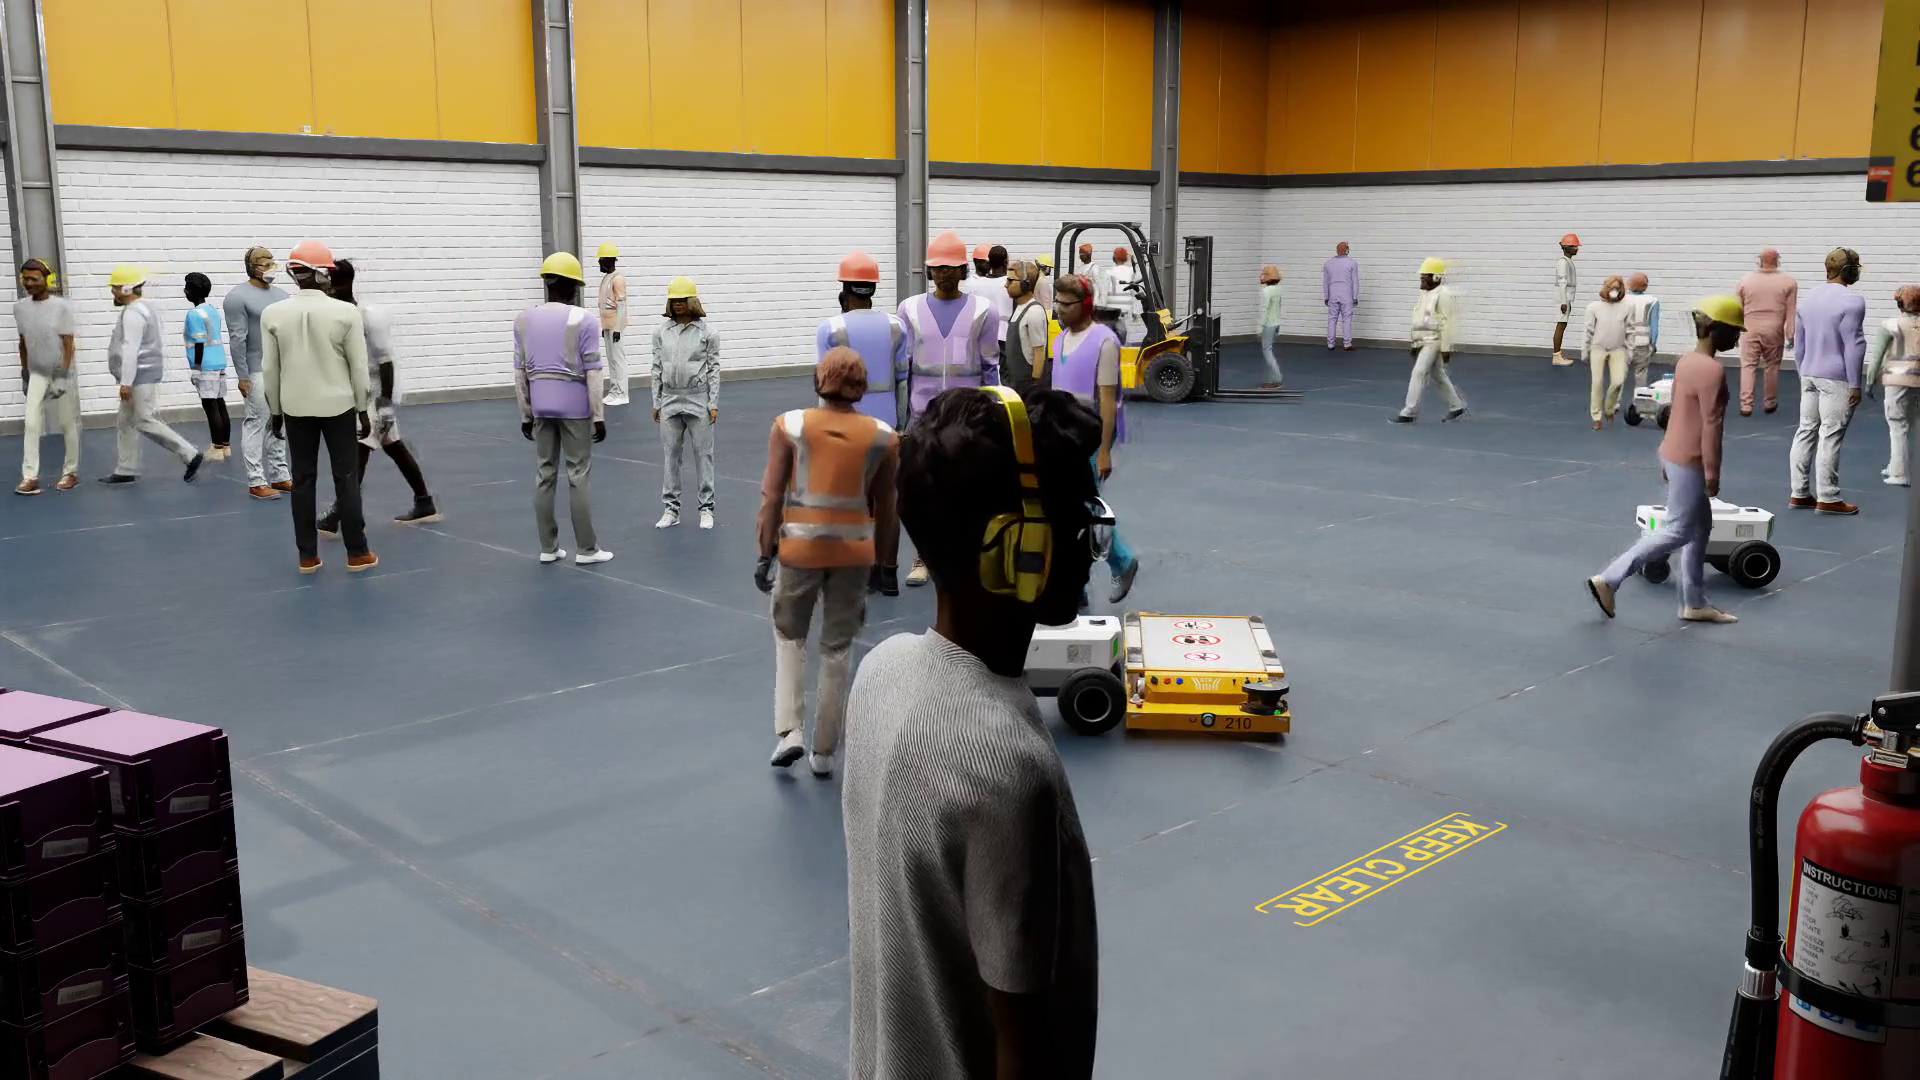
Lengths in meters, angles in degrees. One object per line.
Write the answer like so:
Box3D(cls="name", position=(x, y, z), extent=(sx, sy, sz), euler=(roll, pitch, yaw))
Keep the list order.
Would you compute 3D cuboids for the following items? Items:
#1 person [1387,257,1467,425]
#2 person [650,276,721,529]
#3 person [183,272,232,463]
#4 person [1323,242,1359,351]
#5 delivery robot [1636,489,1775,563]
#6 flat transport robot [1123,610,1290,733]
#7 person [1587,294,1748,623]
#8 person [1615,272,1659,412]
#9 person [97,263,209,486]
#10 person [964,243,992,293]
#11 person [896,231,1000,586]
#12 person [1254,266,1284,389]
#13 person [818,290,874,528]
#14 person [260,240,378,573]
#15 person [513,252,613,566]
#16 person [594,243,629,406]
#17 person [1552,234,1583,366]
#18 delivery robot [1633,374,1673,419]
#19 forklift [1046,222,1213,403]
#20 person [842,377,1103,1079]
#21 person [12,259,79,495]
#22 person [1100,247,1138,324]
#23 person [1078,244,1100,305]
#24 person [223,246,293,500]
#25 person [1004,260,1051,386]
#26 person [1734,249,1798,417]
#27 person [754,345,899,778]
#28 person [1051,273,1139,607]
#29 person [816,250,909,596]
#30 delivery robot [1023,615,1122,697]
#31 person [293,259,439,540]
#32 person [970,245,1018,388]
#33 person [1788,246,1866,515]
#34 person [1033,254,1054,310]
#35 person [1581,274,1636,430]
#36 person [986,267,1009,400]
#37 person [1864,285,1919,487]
Box3D(cls="person", position=(5.080, -2.124, 17.814), extent=(0.904, 1.798, 0.611), euler=(-1, 10, -4))
Box3D(cls="person", position=(-1.896, -0.941, 11.490), extent=(0.487, 1.744, 0.294), euler=(1, 10, 5))
Box3D(cls="person", position=(-6.719, -1.532, 14.832), extent=(0.322, 1.697, 0.536), euler=(-1, 10, -5))
Box3D(cls="person", position=(6.719, -4.287, 29.285), extent=(0.638, 1.910, 0.407), euler=(6, 12, 32))
Box3D(cls="delivery robot", position=(4.362, -0.077, 9.761), extent=(0.707, 0.478, 0.477), euler=(1, 11, 8))
Box3D(cls="flat transport robot", position=(1.057, 0.553, 7.357), extent=(0.652, 0.197, 1.431), euler=(1, 10, 5))
Box3D(cls="person", position=(3.683, -0.405, 8.598), extent=(0.736, 1.729, 0.548), euler=(2, 11, 10))
Box3D(cls="person", position=(7.758, -2.274, 19.152), extent=(0.532, 1.603, 0.778), euler=(7, 12, 33))
Box3D(cls="person", position=(-6.573, -1.324, 13.424), extent=(0.785, 1.806, 0.597), euler=(-4, 11, -22))
Box3D(cls="person", position=(0.229, -2.211, 17.896), extent=(0.374, 1.931, 0.548), euler=(3, 11, 15))
Box3D(cls="person", position=(-0.078, -0.740, 9.581), extent=(0.607, 2.041, 0.386), euler=(1, 10, 4))
Box3D(cls="person", position=(4.114, -2.789, 21.972), extent=(0.534, 1.620, 0.536), euler=(6, 12, 29))
Box3D(cls="person", position=(-0.686, -0.795, 10.811), extent=(0.535, 1.699, 0.318), euler=(2, 11, 11))
Box3D(cls="person", position=(-3.841, -0.789, 9.982), extent=(0.613, 1.991, 0.391), euler=(-1, 10, -5))
Box3D(cls="person", position=(-2.440, -0.797, 10.229), extent=(0.588, 1.916, 0.392), euler=(4, 11, 18))
Box3D(cls="person", position=(-4.159, -2.571, 19.872), extent=(0.363, 1.928, 0.587), euler=(-6, 12, -29))
Box3D(cls="person", position=(9.463, -3.744, 25.954), extent=(0.378, 2.044, 0.607), euler=(5, 11, 24))
Box3D(cls="delivery robot", position=(7.486, -1.518, 17.618), extent=(0.707, 0.478, 0.477), euler=(-6, 12, -29))
Box3D(cls="forklift", position=(1.935, -2.847, 20.651), extent=(2.313, 2.155, 1.214), euler=(2, 11, 13))
Box3D(cls="person", position=(0.036, 0.746, 1.954), extent=(0.317, 1.867, 0.531), euler=(-4, 11, -20))
Box3D(cls="person", position=(-7.161, -1.259, 12.978), extent=(0.506, 1.829, 0.846), euler=(-1, 10, -5))
Box3D(cls="person", position=(2.415, -3.479, 25.026), extent=(0.583, 1.857, 0.839), euler=(-4, 11, -19))
Box3D(cls="person", position=(2.031, -3.790, 26.629), extent=(0.354, 1.887, 0.572), euler=(-4, 11, -23))
Box3D(cls="person", position=(-5.352, -1.286, 12.837), extent=(0.371, 1.940, 0.630), euler=(3, 11, 18))
Box3D(cls="person", position=(0.471, -1.084, 11.987), extent=(0.350, 1.846, 0.506), euler=(-2, 11, -11))
Box3D(cls="person", position=(9.079, -2.339, 18.792), extent=(0.673, 1.862, 0.900), euler=(6, 12, 29))
Box3D(cls="person", position=(-0.501, 0.080, 6.260), extent=(0.555, 1.611, 0.408), euler=(-2, 11, -11))
Box3D(cls="person", position=(0.683, -0.515, 8.937), extent=(0.464, 1.822, 0.592), euler=(-5, 12, -26))
Box3D(cls="person", position=(-0.552, -0.629, 9.253), extent=(0.543, 1.939, 0.360), euler=(-5, 12, -27))
Box3D(cls="delivery robot", position=(0.311, 0.442, 6.933), extent=(0.707, 0.478, 0.477), euler=(0, 10, 2))
Box3D(cls="person", position=(-4.038, -0.953, 11.237), extent=(1.143, 1.853, 0.614), euler=(-10, 14, -43))
Box3D(cls="person", position=(0.379, -1.983, 16.752), extent=(0.591, 1.897, 0.392), euler=(5, 11, 25))
Box3D(cls="person", position=(6.334, -1.155, 12.121), extent=(0.370, 1.940, 0.627), euler=(-2, 11, -12))
Box3D(cls="person", position=(1.139, -3.044, 22.916), extent=(0.321, 1.761, 0.522), euler=(-3, 11, -16))
Box3D(cls="person", position=(6.723, -1.942, 17.265), extent=(0.531, 1.617, 0.376), euler=(3, 11, 16))
Box3D(cls="person", position=(0.449, -2.583, 20.257), extent=(0.721, 1.807, 0.468), euler=(-6, 12, -29))
Box3D(cls="person", position=(7.647, -1.264, 13.577), extent=(0.546, 1.612, 0.670), euler=(0, 10, -1))
